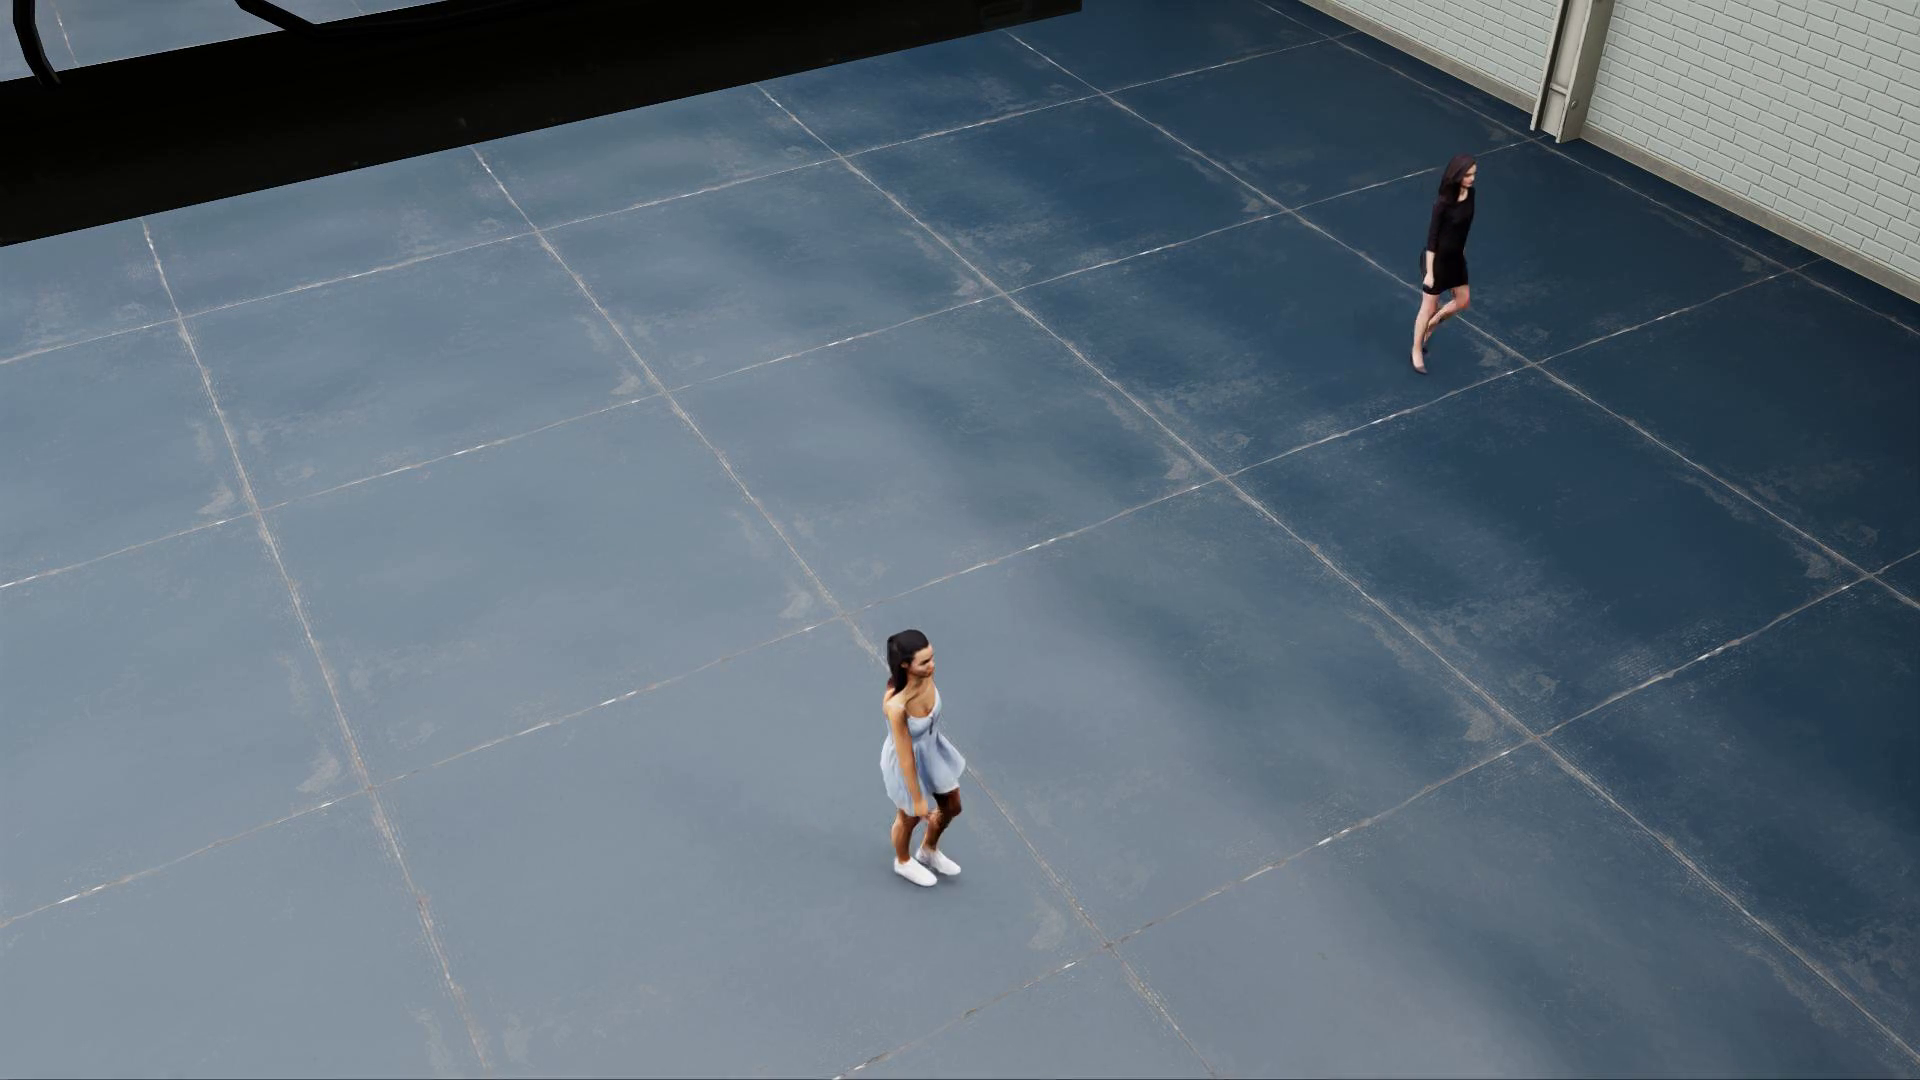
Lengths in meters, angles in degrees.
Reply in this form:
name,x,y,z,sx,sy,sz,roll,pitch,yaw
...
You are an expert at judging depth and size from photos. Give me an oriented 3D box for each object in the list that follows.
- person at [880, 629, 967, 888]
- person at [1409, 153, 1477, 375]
name,x,y,z,sx,sy,sz,roll,pitch,yaw
person,-0.300,1.109,8.370,0.739,1.720,0.707,19,42,23
person,3.531,-2.072,12.381,0.638,1.787,0.646,-24,44,-27
